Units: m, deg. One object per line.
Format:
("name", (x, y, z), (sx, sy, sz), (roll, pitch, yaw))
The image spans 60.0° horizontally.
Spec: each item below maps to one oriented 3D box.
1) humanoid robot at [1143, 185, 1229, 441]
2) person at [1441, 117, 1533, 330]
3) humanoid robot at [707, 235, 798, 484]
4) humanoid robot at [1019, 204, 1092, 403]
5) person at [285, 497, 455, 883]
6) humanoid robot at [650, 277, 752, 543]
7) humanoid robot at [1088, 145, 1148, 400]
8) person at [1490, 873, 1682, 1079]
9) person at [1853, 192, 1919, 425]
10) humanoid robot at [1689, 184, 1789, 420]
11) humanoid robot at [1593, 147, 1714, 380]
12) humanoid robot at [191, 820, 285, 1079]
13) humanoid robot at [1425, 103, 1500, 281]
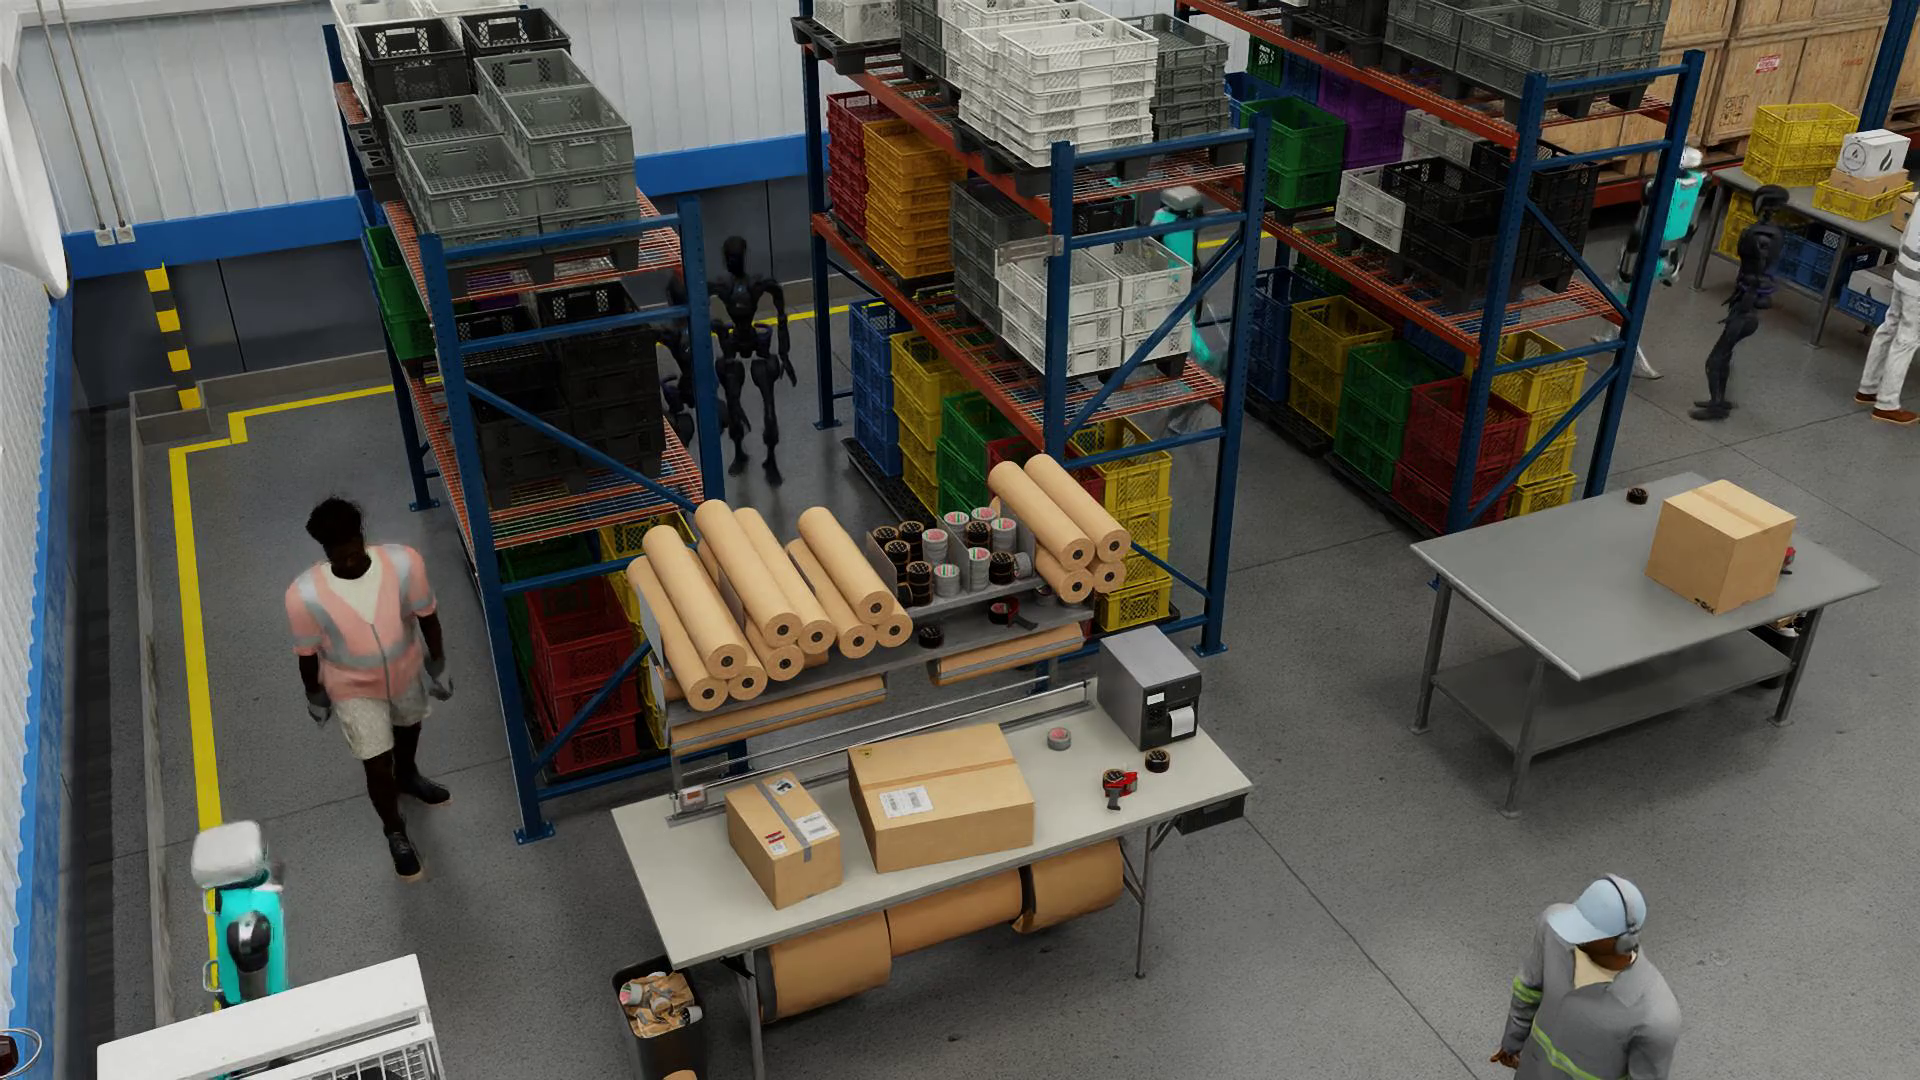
("humanoid robot", (1.527, -1.396, 10.850), (0.664, 1.811, 0.539), (25, 39, 34))
("person", (3.551, -1.894, 11.369), (0.640, 2.023, 0.438), (23, 38, 32))
("humanoid robot", (-1.337, -1.150, 10.490), (0.610, 1.652, 0.393), (-4, 32, -6))
("humanoid robot", (0.519, -1.588, 11.104), (0.534, 1.752, 0.674), (15, 35, 23))
("person", (-2.629, 0.587, 7.455), (0.624, 1.924, 0.703), (-22, 38, -32))
("humanoid robot", (-1.537, -0.750, 9.849), (0.600, 1.651, 0.472), (-12, 33, -18))
("humanoid robot", (1.230, -1.784, 11.524), (0.540, 1.834, 0.711), (-27, 41, -36))
("person", (1.993, 1.817, 5.510), (0.395, 1.849, 0.596), (-14, 34, -21))
("person", (6.464, -1.703, 11.198), (0.357, 1.881, 0.573), (2, 32, 4))
("humanoid robot", (5.278, -1.607, 11.230), (0.347, 1.647, 0.609), (11, 33, 18))
("humanoid robot", (4.805, -2.000, 11.831), (0.560, 1.742, 1.022), (-11, 33, -17))
("humanoid robot", (-2.601, 1.794, 5.659), (0.847, 1.777, 0.615), (-12, 34, -18))
("humanoid robot", (3.867, -2.552, 12.782), (0.647, 1.630, 0.587), (9, 33, 15))
